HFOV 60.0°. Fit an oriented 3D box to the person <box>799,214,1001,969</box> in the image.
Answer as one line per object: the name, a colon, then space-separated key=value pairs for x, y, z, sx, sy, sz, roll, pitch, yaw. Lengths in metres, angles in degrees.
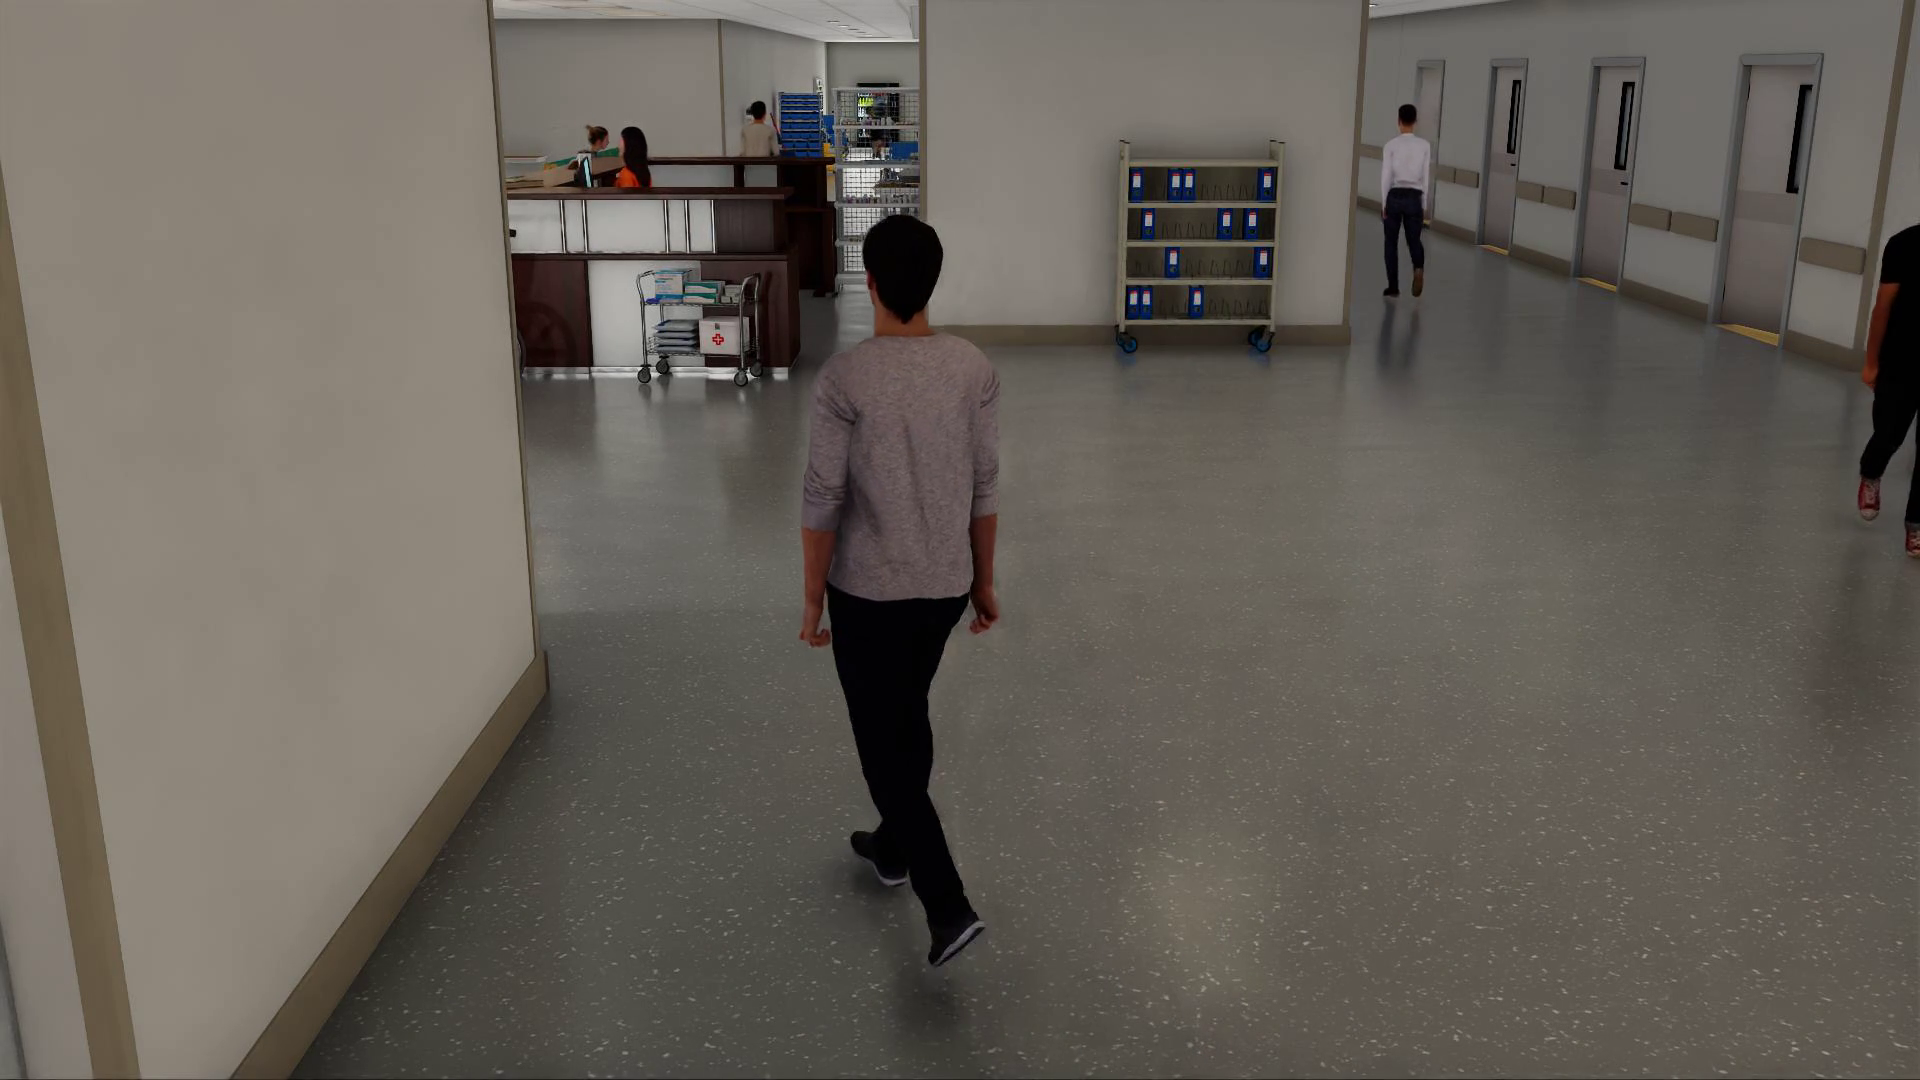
person: x=-0.109 y=0.154 z=4.083 sx=1.183 sy=1.811 sz=1.085 roll=-9 pitch=18 yaw=-28

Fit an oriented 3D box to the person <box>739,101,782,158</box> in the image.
person: x=-2.556 y=-4.568 z=20.900 sx=1.055 sy=1.773 sz=0.885 roll=3 pitch=16 yaw=12

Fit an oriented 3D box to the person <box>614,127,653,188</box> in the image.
person: x=-2.573 y=-2.420 z=13.328 sx=0.644 sy=1.749 sz=0.659 roll=1 pitch=16 yaw=4

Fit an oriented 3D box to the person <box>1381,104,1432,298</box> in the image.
person: x=4.296 y=-3.231 z=16.023 sx=0.960 sy=1.847 sz=0.704 roll=1 pitch=16 yaw=4

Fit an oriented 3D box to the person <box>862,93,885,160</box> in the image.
person: x=-2.179 y=-10.444 z=41.944 sx=0.683 sy=1.665 sz=0.836 roll=-3 pitch=16 yaw=-11

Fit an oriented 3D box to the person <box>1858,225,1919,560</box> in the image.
person: x=4.431 y=-0.821 z=7.678 sx=1.078 sy=1.737 sz=0.915 roll=5 pitch=17 yaw=17
